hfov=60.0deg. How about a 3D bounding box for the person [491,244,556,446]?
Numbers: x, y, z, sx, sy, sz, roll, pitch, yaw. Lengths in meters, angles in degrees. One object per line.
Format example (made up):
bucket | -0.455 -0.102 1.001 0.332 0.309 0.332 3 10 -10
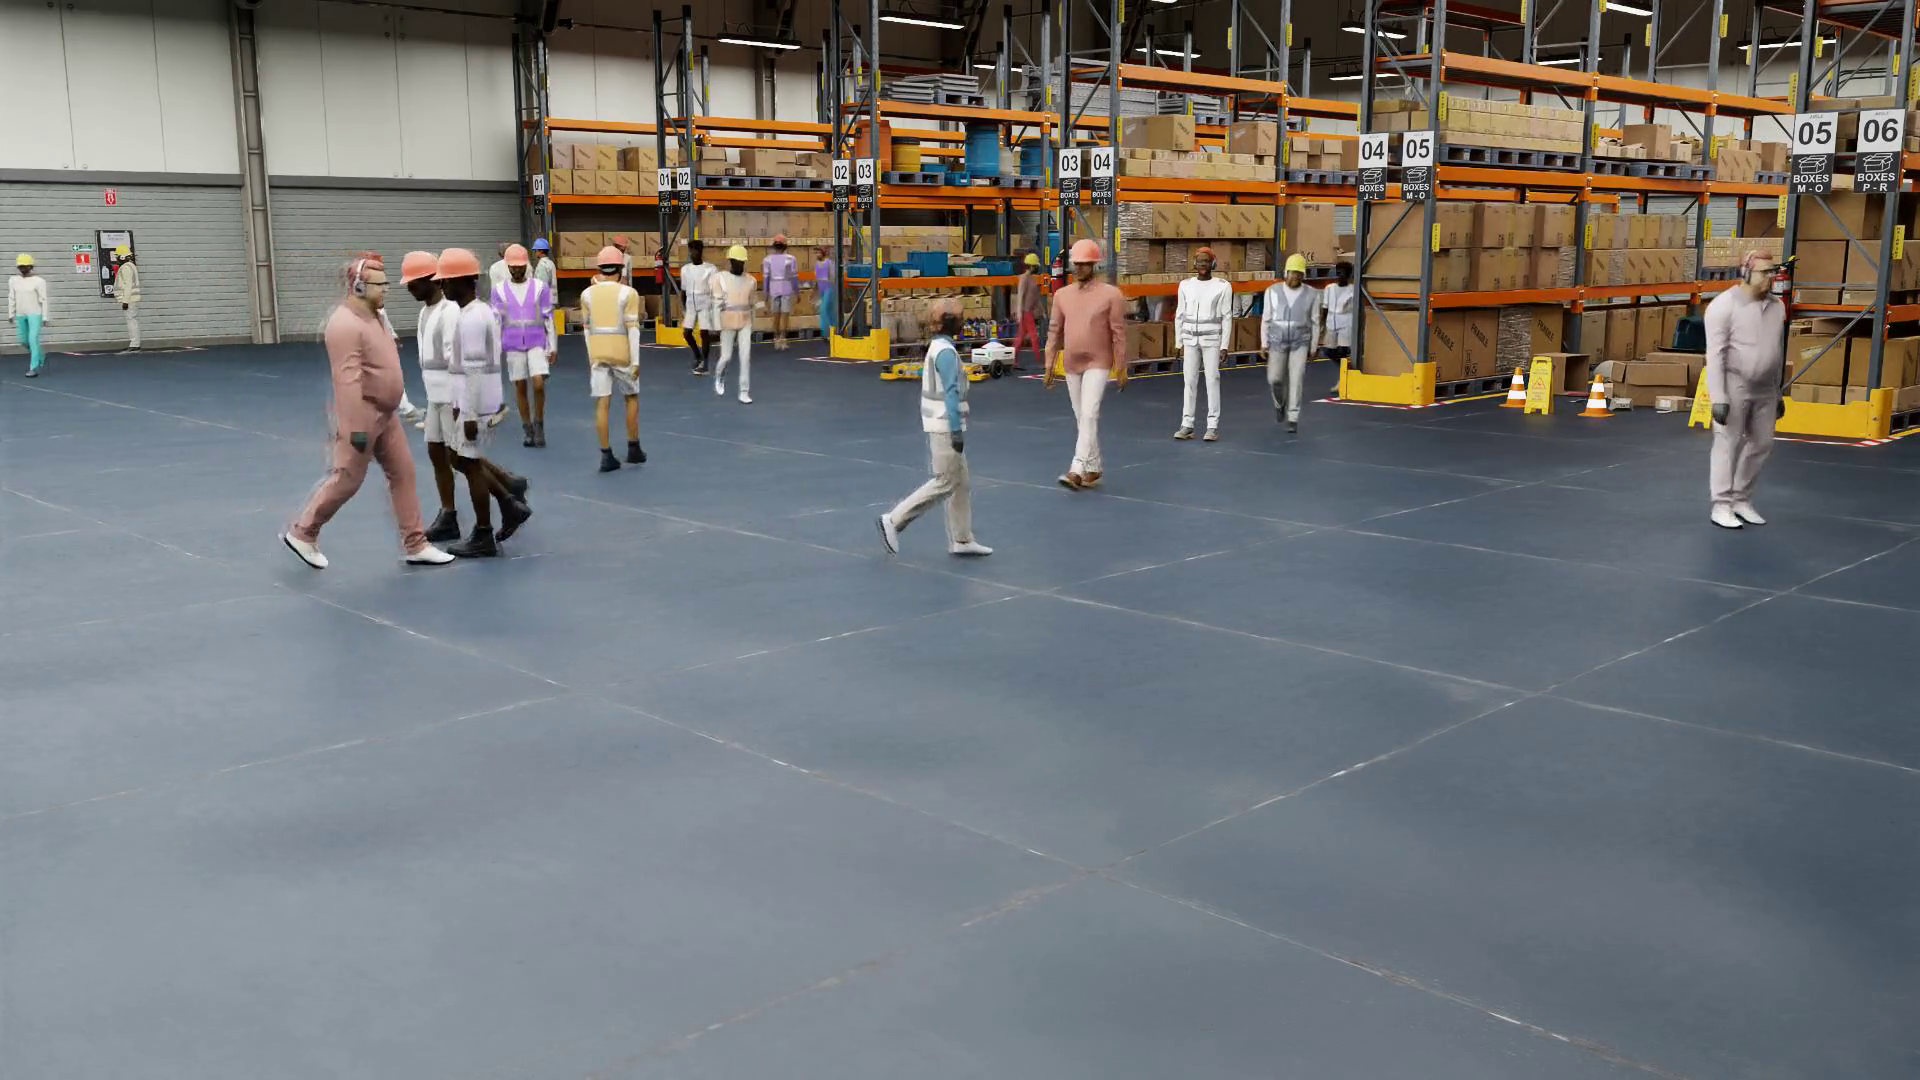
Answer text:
person | -4.128 -1.829 15.736 0.585 1.911 0.641 -2 11 -13

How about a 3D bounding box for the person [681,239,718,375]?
person | -3.771 -3.358 23.998 0.606 1.951 0.411 3 11 18

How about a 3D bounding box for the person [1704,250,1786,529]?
person | 5.445 -1.043 11.516 0.678 1.912 0.405 -4 11 -18

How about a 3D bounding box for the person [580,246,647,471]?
person | -2.997 -1.583 14.435 0.552 1.898 0.756 2 11 9

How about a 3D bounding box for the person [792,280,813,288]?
person | -3.295 -5.479 35.679 0.635 1.920 0.679 6 12 31

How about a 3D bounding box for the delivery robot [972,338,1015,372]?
delivery robot | 0.483 -2.640 23.741 0.477 0.478 0.707 7 13 34

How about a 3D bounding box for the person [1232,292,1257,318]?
person | 5.306 -4.599 31.055 0.429 1.840 0.635 -9 14 -41

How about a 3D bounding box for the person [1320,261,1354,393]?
person | 4.924 -2.745 21.364 0.540 1.679 0.568 9 14 42

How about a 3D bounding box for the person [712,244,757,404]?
person | -2.733 -2.621 20.108 0.583 1.901 0.717 -5 11 -24

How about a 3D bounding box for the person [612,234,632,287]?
person | -6.179 -4.503 30.048 0.648 2.012 0.494 -9 14 -40

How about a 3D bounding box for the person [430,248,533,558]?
person | -3.027 -0.849 10.377 0.466 1.919 0.560 -2 11 -11

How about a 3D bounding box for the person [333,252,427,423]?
person | -6.269 -2.158 17.788 1.042 1.827 0.592 -2 11 -12

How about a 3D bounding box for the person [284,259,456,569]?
person | -3.636 -0.753 10.041 0.945 1.867 0.657 0 10 1

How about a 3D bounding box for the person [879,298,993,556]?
person | -0.141 -0.686 10.294 0.656 1.617 0.520 0 10 -1

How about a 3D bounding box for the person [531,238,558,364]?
person | -6.509 -3.746 26.109 0.388 1.947 0.612 0 10 -2

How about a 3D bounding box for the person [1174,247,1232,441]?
person | 2.375 -1.922 16.347 0.578 1.879 0.353 6 12 28

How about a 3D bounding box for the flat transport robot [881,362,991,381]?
flat transport robot | -0.334 -2.363 23.260 1.431 0.197 0.652 2 11 13

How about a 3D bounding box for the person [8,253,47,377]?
person | -13.307 -3.233 23.828 0.534 1.747 0.655 1 10 3

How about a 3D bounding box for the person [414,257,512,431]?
person | -5.171 -2.045 17.234 0.949 1.807 0.526 -6 12 -31

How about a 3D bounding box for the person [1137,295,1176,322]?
person | 3.115 -3.751 26.524 0.591 1.795 0.976 5 12 26

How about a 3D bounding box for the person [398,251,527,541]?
person | -3.323 -0.962 11.058 0.721 1.903 0.579 -8 13 -38

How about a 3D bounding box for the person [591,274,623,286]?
person | -5.581 -3.658 26.379 0.548 1.664 0.569 -2 11 -12

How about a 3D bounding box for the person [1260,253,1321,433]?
person | 3.410 -2.041 17.158 0.608 1.817 0.604 3 11 14

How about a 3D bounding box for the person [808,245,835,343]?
person | -2.568 -4.577 31.006 0.762 1.806 0.589 -6 12 -31

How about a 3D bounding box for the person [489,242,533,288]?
person | -6.695 -3.531 25.056 0.706 1.904 0.551 -5 11 -25

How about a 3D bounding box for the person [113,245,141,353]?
person | -14.263 -4.125 28.484 0.403 1.835 0.588 -3 11 -18

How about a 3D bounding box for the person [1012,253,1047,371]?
person | 1.093 -3.365 24.643 0.853 1.721 0.511 3 11 18

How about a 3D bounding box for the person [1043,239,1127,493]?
person | 0.909 -1.346 12.978 0.653 1.955 0.938 7 12 33

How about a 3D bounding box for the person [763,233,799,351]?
person | -3.134 -4.358 29.218 0.616 2.042 0.415 2 11 13

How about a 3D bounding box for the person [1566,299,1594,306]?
person | 10.877 -4.184 29.158 0.569 1.716 0.492 -9 13 -39

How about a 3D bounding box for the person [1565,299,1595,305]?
person | 11.599 -4.475 31.039 0.510 1.599 0.806 7 13 34
